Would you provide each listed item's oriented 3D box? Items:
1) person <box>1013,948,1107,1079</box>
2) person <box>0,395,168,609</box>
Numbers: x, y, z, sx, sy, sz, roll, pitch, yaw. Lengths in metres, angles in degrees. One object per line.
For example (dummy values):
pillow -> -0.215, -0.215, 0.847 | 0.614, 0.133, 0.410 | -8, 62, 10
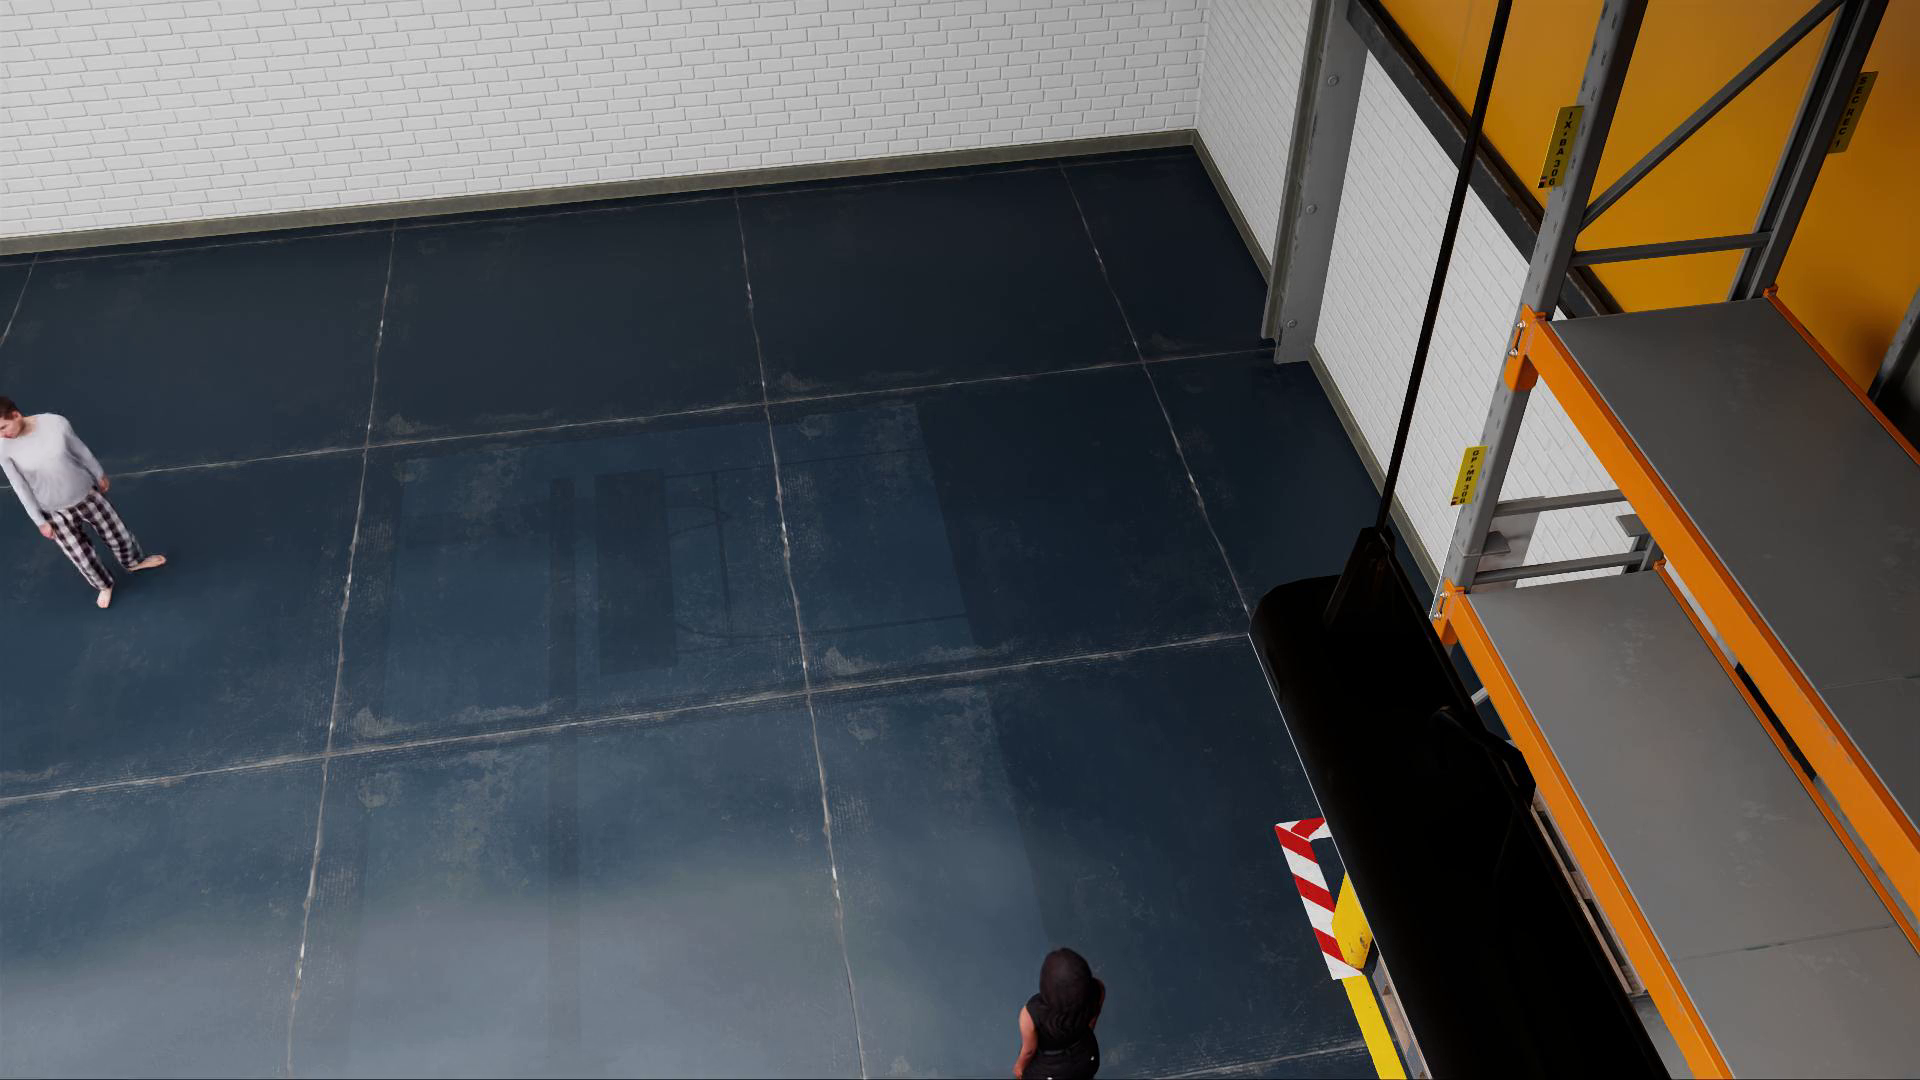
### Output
person -> 0.470, 2.460, 7.890 | 0.659, 1.743, 0.628 | -20, 47, -20
person -> -5.744, -0.310, 10.753 | 0.886, 1.805, 0.899 | 26, 49, 25
